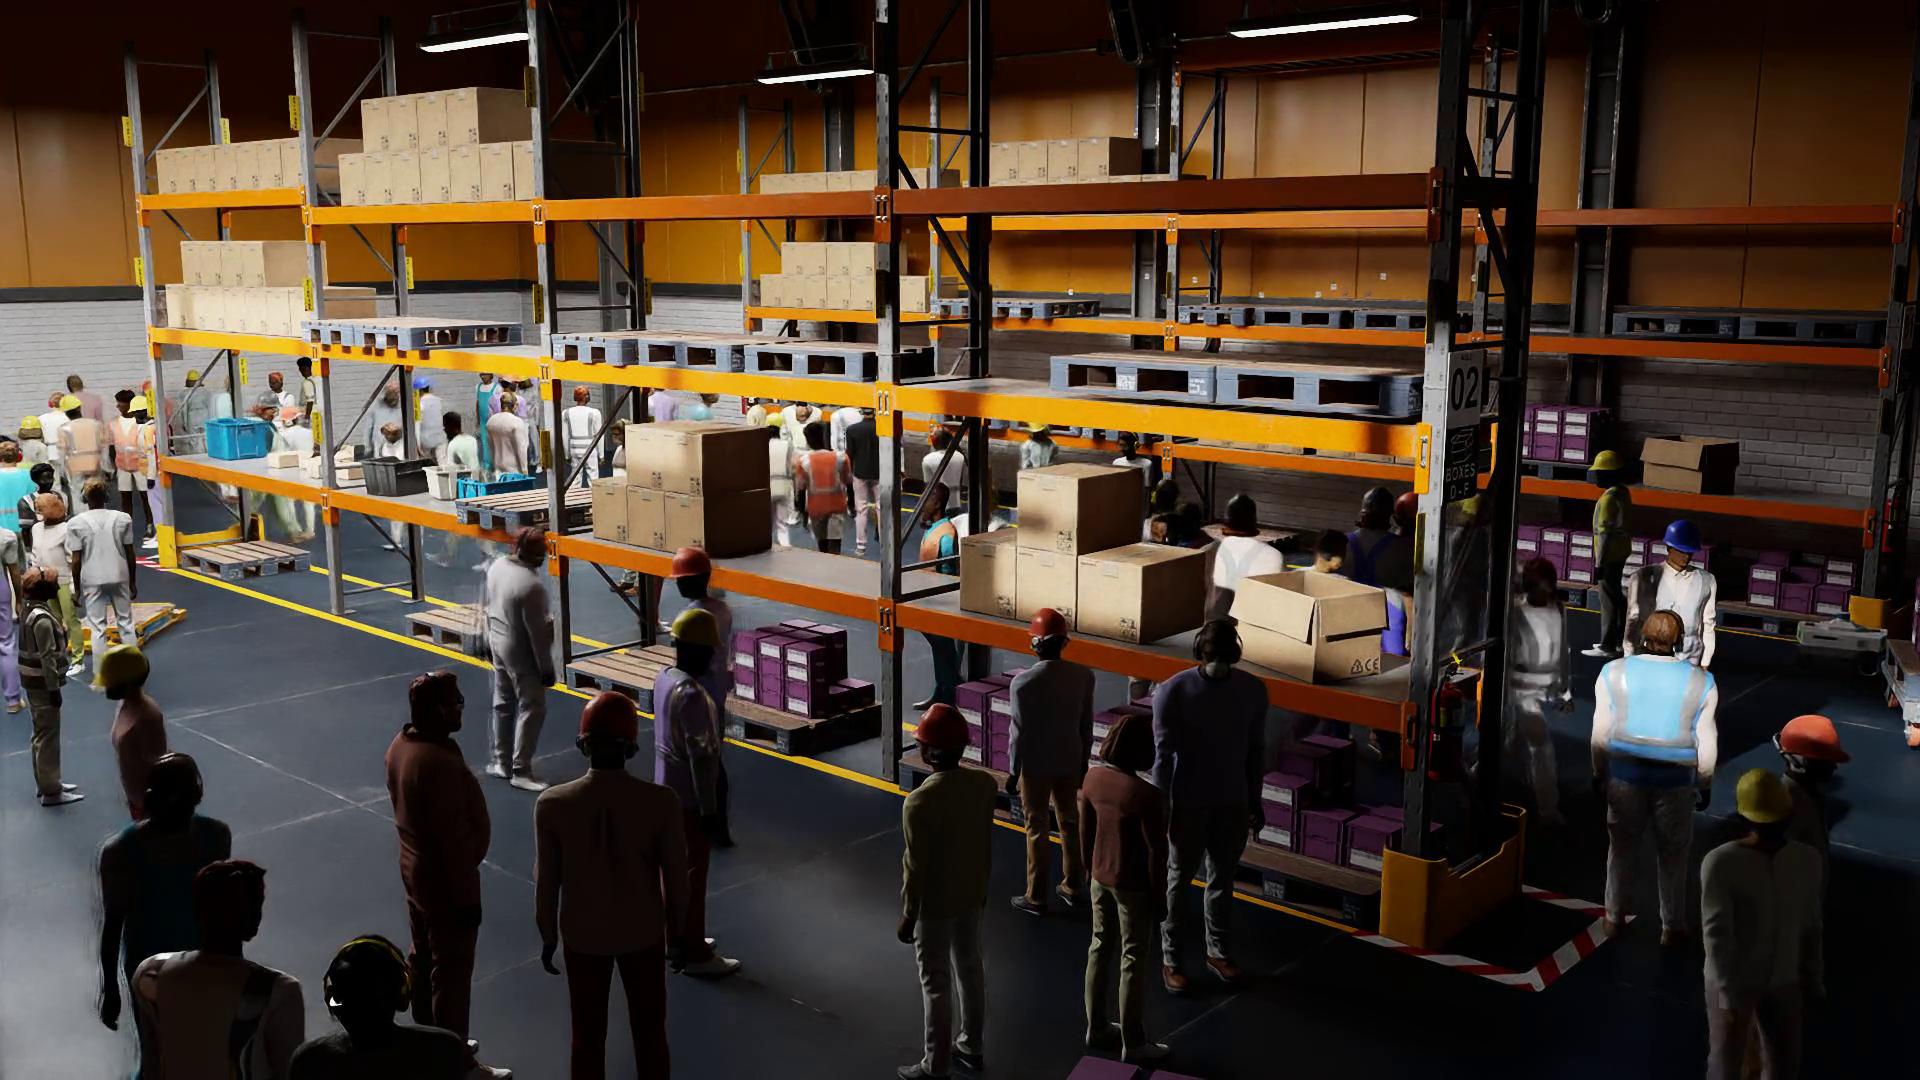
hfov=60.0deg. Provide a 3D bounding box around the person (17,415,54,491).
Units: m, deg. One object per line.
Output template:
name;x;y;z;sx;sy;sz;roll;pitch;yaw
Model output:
person;-11.189;-0.639;20.144;0.492;1.742;0.315;2;10;13

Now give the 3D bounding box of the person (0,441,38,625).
person;-9.429;-0.069;16.630;0.568;1.843;0.374;-7;12;-33

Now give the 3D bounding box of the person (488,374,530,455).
person;-6.404;-1.421;23.724;0.613;2.039;0.393;3;11;18

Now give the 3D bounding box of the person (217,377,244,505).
person;-10.573;-1.440;24.189;0.489;1.918;0.665;-8;13;-39

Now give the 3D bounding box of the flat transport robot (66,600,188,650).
flat transport robot;-8.078;0.813;16.094;0.652;0.197;1.431;-1;10;-5

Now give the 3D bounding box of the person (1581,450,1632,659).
person;5.964;0.128;15.340;0.404;1.917;0.583;7;12;35

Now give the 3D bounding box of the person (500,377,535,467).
person;-7.555;-2.205;28.503;0.603;1.925;0.395;-4;11;-21

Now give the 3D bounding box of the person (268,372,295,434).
person;-10.327;-1.615;25.300;0.568;1.878;0.352;5;11;28

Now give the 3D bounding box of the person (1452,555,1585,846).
person;3.601;0.977;10.713;0.580;1.853;0.936;-8;13;-39

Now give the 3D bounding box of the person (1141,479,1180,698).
person;1.647;0.417;13.862;0.583;1.849;0.509;-8;13;-38

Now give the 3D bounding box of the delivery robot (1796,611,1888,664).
delivery robot;7.783;0.874;14.686;0.707;0.478;0.477;6;12;30

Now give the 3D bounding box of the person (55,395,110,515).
person;-11.285;-0.916;21.298;0.648;1.888;0.621;8;13;37

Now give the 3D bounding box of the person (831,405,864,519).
person;-1.492;-1.167;22.800;0.597;1.868;0.612;-9;13;-41

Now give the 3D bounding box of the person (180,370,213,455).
person;-12.606;-1.940;27.496;0.487;1.746;0.289;-7;12;-35

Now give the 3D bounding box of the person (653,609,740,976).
person;-1.393;1.303;8.675;0.381;1.917;0.585;-5;11;-28

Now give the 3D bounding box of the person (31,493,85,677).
person;-7.956;0.390;14.638;0.499;1.633;0.282;3;11;19

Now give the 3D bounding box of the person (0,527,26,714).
person;-7.829;0.511;13.396;0.501;1.839;0.340;-4;11;-23

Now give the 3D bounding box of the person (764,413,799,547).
person;-2.139;-0.518;19.152;0.646;1.869;0.961;-3;10;-14

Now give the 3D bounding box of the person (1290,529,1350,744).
person;2.557;0.831;11.613;0.540;1.822;0.462;-7;12;-35

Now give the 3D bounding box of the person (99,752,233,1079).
person;-3.146;1.712;6.620;0.483;1.825;0.540;9;13;41

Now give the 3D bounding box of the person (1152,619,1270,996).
person;1.272;1.336;8.445;0.629;1.934;0.377;-3;10;-16

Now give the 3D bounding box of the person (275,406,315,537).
person;-8.604;-0.881;21.553;0.491;1.726;0.644;5;11;25

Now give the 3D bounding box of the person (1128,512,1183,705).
person;1.482;0.699;12.342;0.430;1.830;0.638;-8;13;-39

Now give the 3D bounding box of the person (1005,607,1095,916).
person;0.496;1.247;9.449;0.575;1.749;0.336;-6;12;-31

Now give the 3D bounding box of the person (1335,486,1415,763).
person;3.069;0.598;12.312;0.684;2.000;0.535;7;12;35

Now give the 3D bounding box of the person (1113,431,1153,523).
person;1.813;-0.245;17.615;0.525;1.856;0.338;8;13;37

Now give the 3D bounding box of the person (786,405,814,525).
person;-2.122;-1.012;22.556;0.517;1.636;0.314;4;11;21

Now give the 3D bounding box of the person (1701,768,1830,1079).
person;3.166;1.752;6.597;0.541;1.766;0.322;-2;10;-10

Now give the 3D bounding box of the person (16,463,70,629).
person;-8.838;0.090;16.144;0.319;1.696;0.577;5;11;27

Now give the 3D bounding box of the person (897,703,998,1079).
person;-0.071;1.589;7.503;0.320;1.755;0.571;9;13;40

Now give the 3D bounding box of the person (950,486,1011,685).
person;0.137;0.413;14.099;0.616;1.791;0.408;2;10;13

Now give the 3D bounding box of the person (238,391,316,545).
person;-8.610;-0.893;20.739;0.998;2.000;0.693;-2;10;-14

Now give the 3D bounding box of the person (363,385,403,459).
person;-8.052;-1.277;23.496;0.701;1.833;1.017;-5;11;-24

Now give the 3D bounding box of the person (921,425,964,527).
person;-0.179;-0.334;18.142;0.570;1.845;0.380;-9;13;-42

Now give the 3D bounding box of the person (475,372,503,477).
person;-7.725;-1.951;27.318;0.501;1.839;0.340;4;11;20

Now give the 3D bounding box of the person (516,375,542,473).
person;-7.240;-1.970;27.731;0.490;1.728;0.394;2;10;9

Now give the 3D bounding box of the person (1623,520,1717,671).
person;4.856;0.813;11.394;0.604;1.939;0.416;1;10;4
